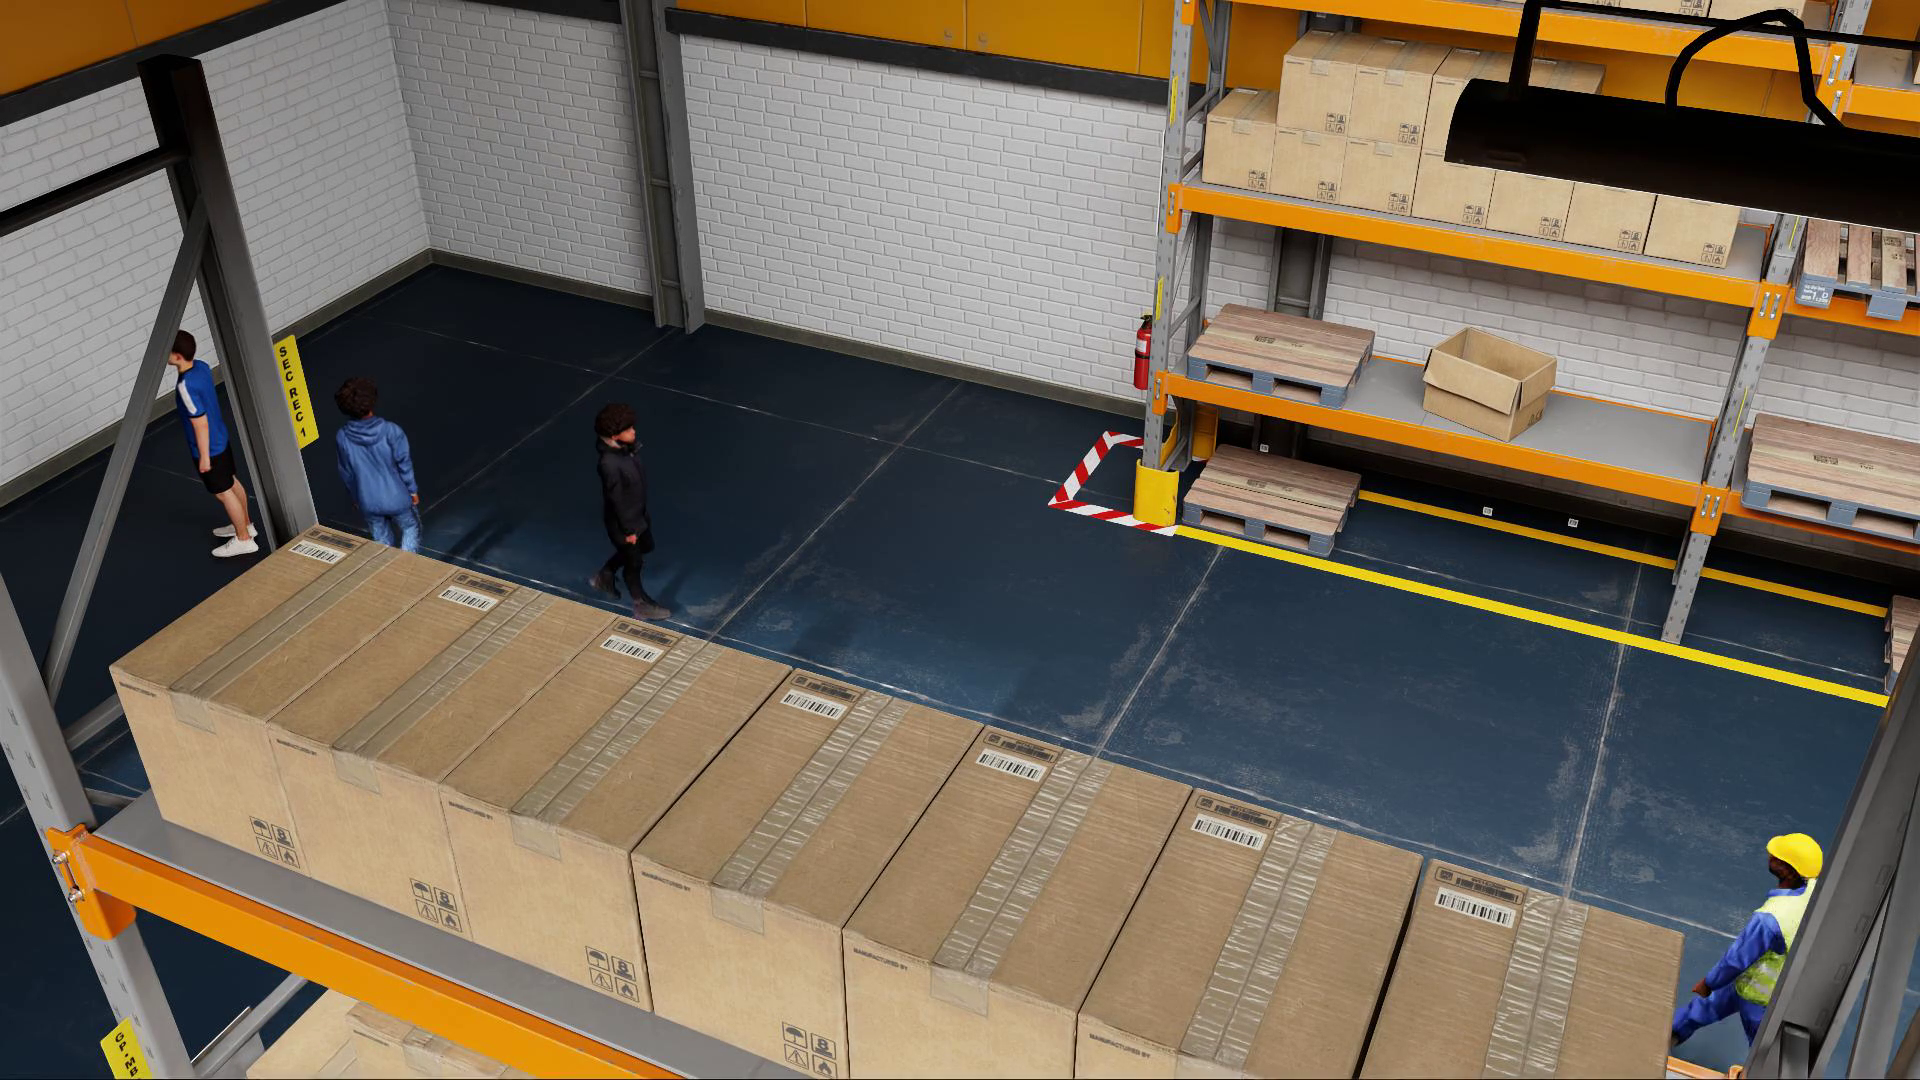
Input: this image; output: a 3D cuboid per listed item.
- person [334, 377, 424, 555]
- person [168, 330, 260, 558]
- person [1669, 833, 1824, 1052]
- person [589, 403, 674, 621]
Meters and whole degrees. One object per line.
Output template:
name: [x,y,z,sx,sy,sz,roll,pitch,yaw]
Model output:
person: [-4.153,-0.305,11.931,0.831,1.802,0.904,-2,34,-3]
person: [-5.650,-0.740,12.527,0.782,1.865,0.737,-8,35,-12]
person: [4.018,2.226,8.157,0.986,1.763,1.296,-26,42,-34]
person: [-2.441,-0.179,11.776,0.940,1.762,0.776,3,34,5]
